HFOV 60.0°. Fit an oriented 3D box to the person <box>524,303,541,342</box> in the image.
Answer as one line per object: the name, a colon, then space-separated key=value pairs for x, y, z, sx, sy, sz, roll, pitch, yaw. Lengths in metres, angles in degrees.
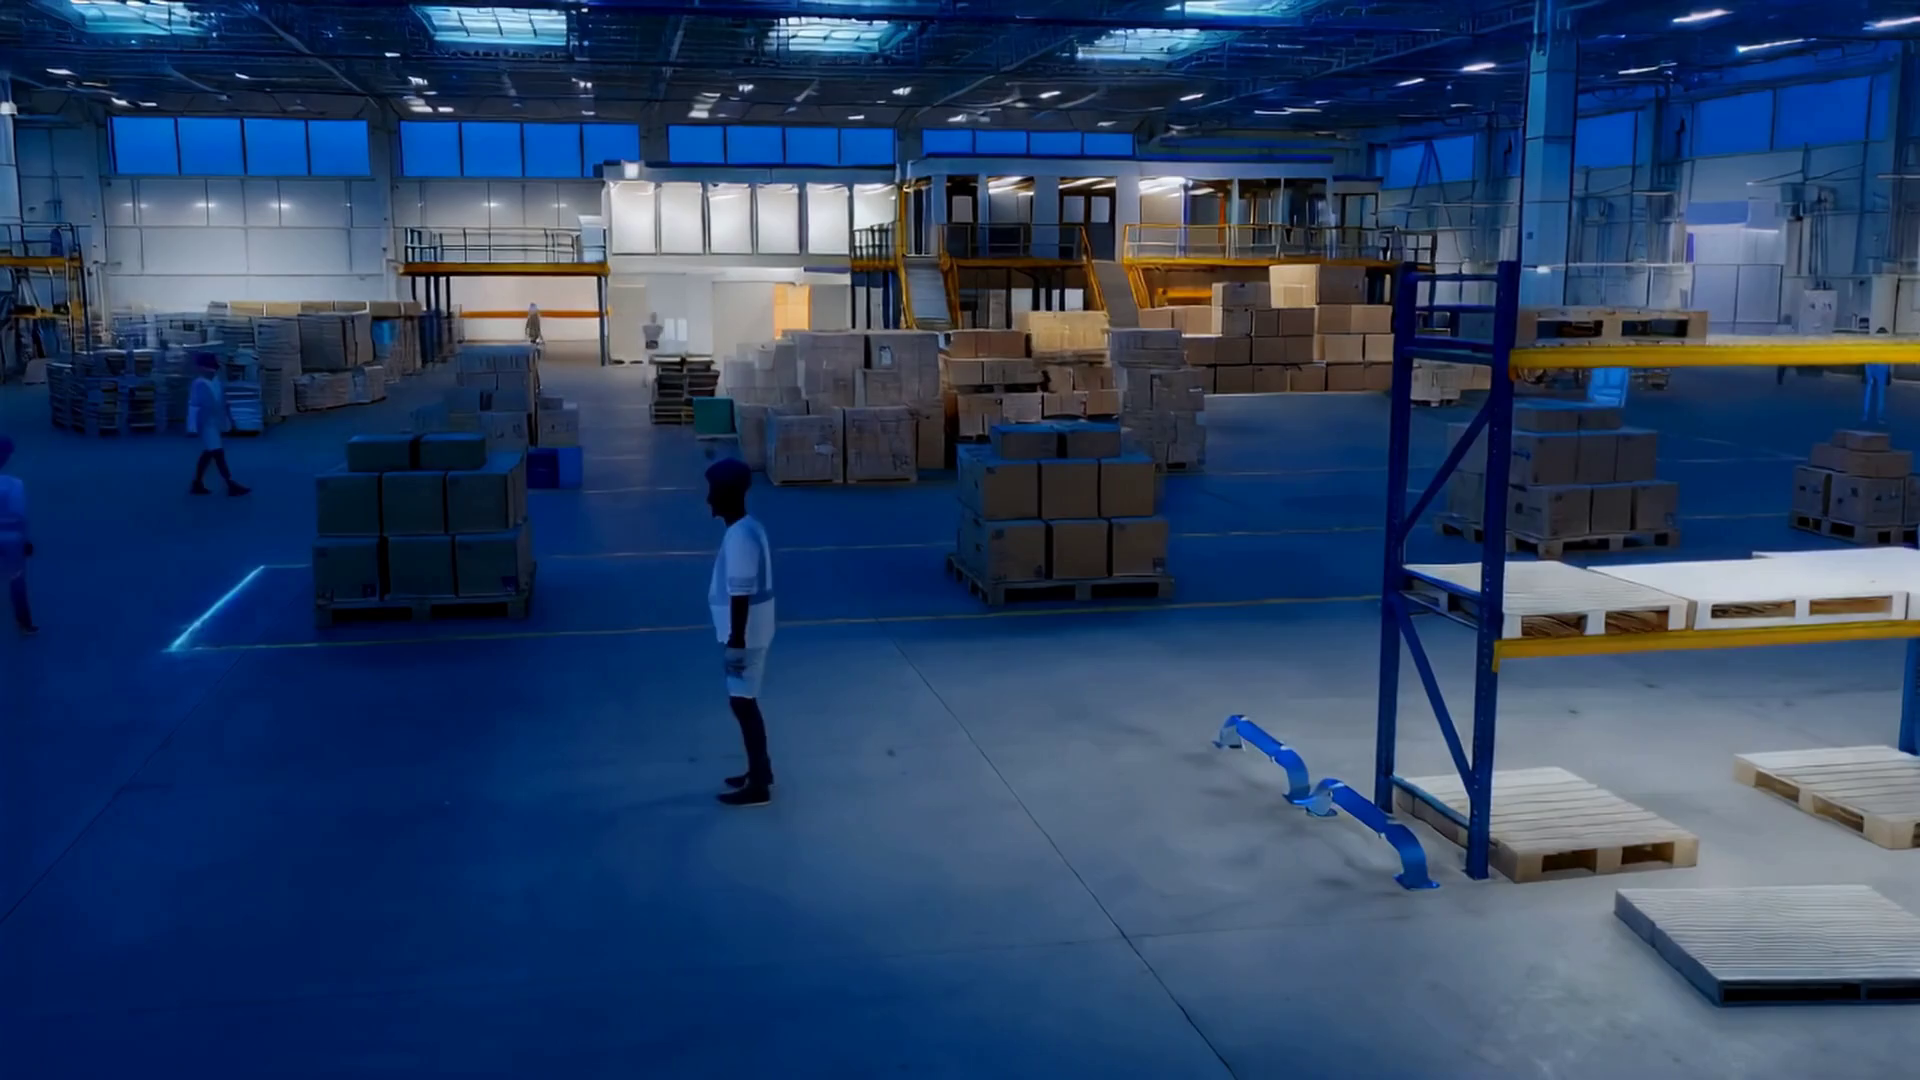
person: x=-14.143 y=-6.941 z=55.110 sx=0.545 sy=1.834 sz=0.406 roll=-2 pitch=10 yaw=-13

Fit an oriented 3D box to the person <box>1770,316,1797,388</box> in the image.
person: x=20.660 y=-4.728 z=41.759 sx=0.980 sy=1.802 sz=0.617 roll=-9 pitch=13 yaw=-43

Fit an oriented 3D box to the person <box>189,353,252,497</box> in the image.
person: x=-9.777 y=-1.497 z=21.785 sx=0.997 sy=1.887 sz=0.546 roll=2 pitch=10 yaw=11

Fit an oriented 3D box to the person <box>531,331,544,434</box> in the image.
person: x=-7.623 y=-2.831 z=30.003 sx=0.330 sy=1.861 sz=0.503 roll=-5 pitch=11 yaw=-28

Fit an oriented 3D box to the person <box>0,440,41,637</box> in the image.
person: x=-7.731 y=-0.002 z=13.423 sx=0.542 sy=1.624 sz=0.499 roll=2 pitch=9 yaw=10

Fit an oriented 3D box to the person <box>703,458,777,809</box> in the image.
person: x=-1.221 y=0.518 z=9.279 sx=0.381 sy=1.956 sz=0.606 roll=-1 pitch=9 yaw=-6

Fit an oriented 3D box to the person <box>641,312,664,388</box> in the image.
person: x=-7.738 y=-4.771 z=41.739 sx=0.610 sy=1.892 sz=0.906 roll=1 pitch=9 yaw=8

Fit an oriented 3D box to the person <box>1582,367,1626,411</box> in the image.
person: x=9.928 y=-2.138 z=25.792 sx=0.599 sy=1.839 sz=0.941 roll=-4 pitch=10 yaw=-23

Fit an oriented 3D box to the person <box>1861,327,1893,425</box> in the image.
person: x=17.539 y=-3.131 z=31.797 sx=0.534 sy=1.864 sz=0.310 roll=6 pitch=11 yaw=32
